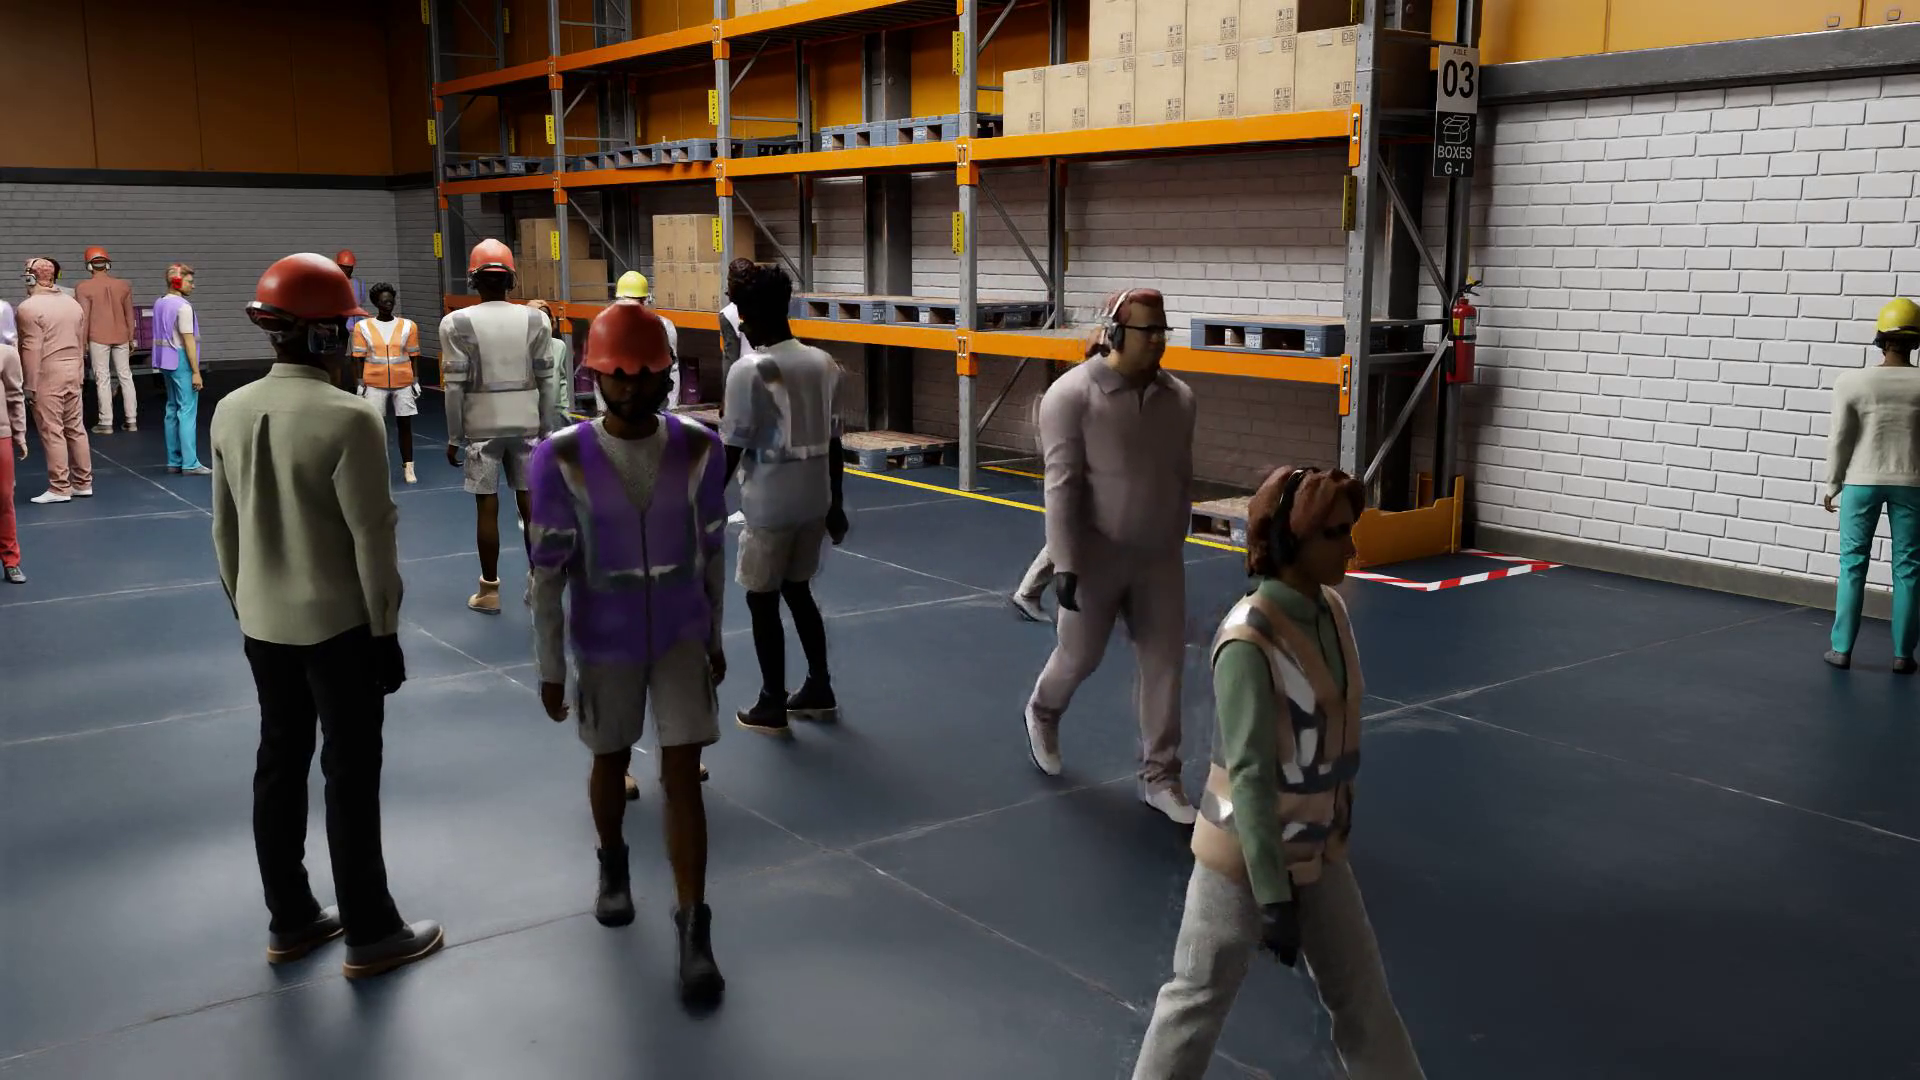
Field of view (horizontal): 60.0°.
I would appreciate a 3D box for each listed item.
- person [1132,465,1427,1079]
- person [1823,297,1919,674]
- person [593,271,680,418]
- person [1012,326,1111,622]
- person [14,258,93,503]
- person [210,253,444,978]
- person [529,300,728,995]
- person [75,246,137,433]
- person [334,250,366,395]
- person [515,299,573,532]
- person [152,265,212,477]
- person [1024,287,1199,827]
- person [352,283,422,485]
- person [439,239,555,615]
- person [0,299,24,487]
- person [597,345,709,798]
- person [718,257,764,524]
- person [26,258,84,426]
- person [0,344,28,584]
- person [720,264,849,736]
[{"bbox_3d":[0.706,0.648,3.323,0.884,1.584,0.526,8,13,37],"label":"person"},{"bbox_3d":[4.368,-0.249,7.845,0.532,1.772,0.300,4,11,23],"label":"person"},{"bbox_3d":[-2.279,-0.974,11.736,0.599,1.827,0.403,-1,10,-6],"label":"person"},{"bbox_3d":[0.679,-0.329,8.775,0.851,1.597,0.513,5,11,25],"label":"person"},{"bbox_3d":[-7.126,-1.241,13.017,0.401,1.906,0.650,1,10,8],"label":"person"},{"bbox_3d":[-1.776,0.214,4.620,0.612,1.994,0.394,5,11,25],"label":"person"},{"bbox_3d":[-0.917,0.270,4.670,0.558,1.880,0.939,-4,11,-20],"label":"person"},{"bbox_3d":[-9.127,-2.131,17.781,0.393,1.985,0.610,7,13,36],"label":"person"},{"bbox_3d":[-7.783,-2.716,21.200,0.373,1.933,0.551,8,13,39],"label":"person"},{"bbox_3d":[-2.954,-0.872,11.713,0.268,1.632,0.507,8,13,37],"label":"person"},{"bbox_3d":[-6.799,-1.470,14.489,0.570,1.835,0.387,8,13,39],"label":"person"},{"bbox_3d":[0.544,0.028,6.008,0.645,1.875,0.868,-4,11,-23],"label":"person"},{"bbox_3d":[-4.783,-1.298,13.920,0.541,1.696,0.315,-4,11,-21],"label":"person"},{"bbox_3d":[-2.522,-0.611,9.109,0.608,2.044,0.373,-6,12,-30],"label":"person"},{"bbox_3d":[-7.867,-1.311,13.381,0.649,1.917,0.505,-7,12,-34],"label":"person"},{"bbox_3d":[-1.157,0.089,6.158,0.533,1.695,0.319,-9,13,-40],"label":"person"},{"bbox_3d":[-1.527,-1.069,12.018,0.379,1.920,0.587,6,12,29],"label":"person"},{"bbox_3d":[-9.736,-2.074,17.865,0.564,1.865,0.358,-9,14,-42],"label":"person"},{"bbox_3d":[-5.778,-0.595,9.789,0.526,1.768,0.331,-6,12,-32],"label":"person"},{"bbox_3d":[-0.786,-0.148,6.809,0.517,1.938,0.653,7,12,33],"label":"person"}]
